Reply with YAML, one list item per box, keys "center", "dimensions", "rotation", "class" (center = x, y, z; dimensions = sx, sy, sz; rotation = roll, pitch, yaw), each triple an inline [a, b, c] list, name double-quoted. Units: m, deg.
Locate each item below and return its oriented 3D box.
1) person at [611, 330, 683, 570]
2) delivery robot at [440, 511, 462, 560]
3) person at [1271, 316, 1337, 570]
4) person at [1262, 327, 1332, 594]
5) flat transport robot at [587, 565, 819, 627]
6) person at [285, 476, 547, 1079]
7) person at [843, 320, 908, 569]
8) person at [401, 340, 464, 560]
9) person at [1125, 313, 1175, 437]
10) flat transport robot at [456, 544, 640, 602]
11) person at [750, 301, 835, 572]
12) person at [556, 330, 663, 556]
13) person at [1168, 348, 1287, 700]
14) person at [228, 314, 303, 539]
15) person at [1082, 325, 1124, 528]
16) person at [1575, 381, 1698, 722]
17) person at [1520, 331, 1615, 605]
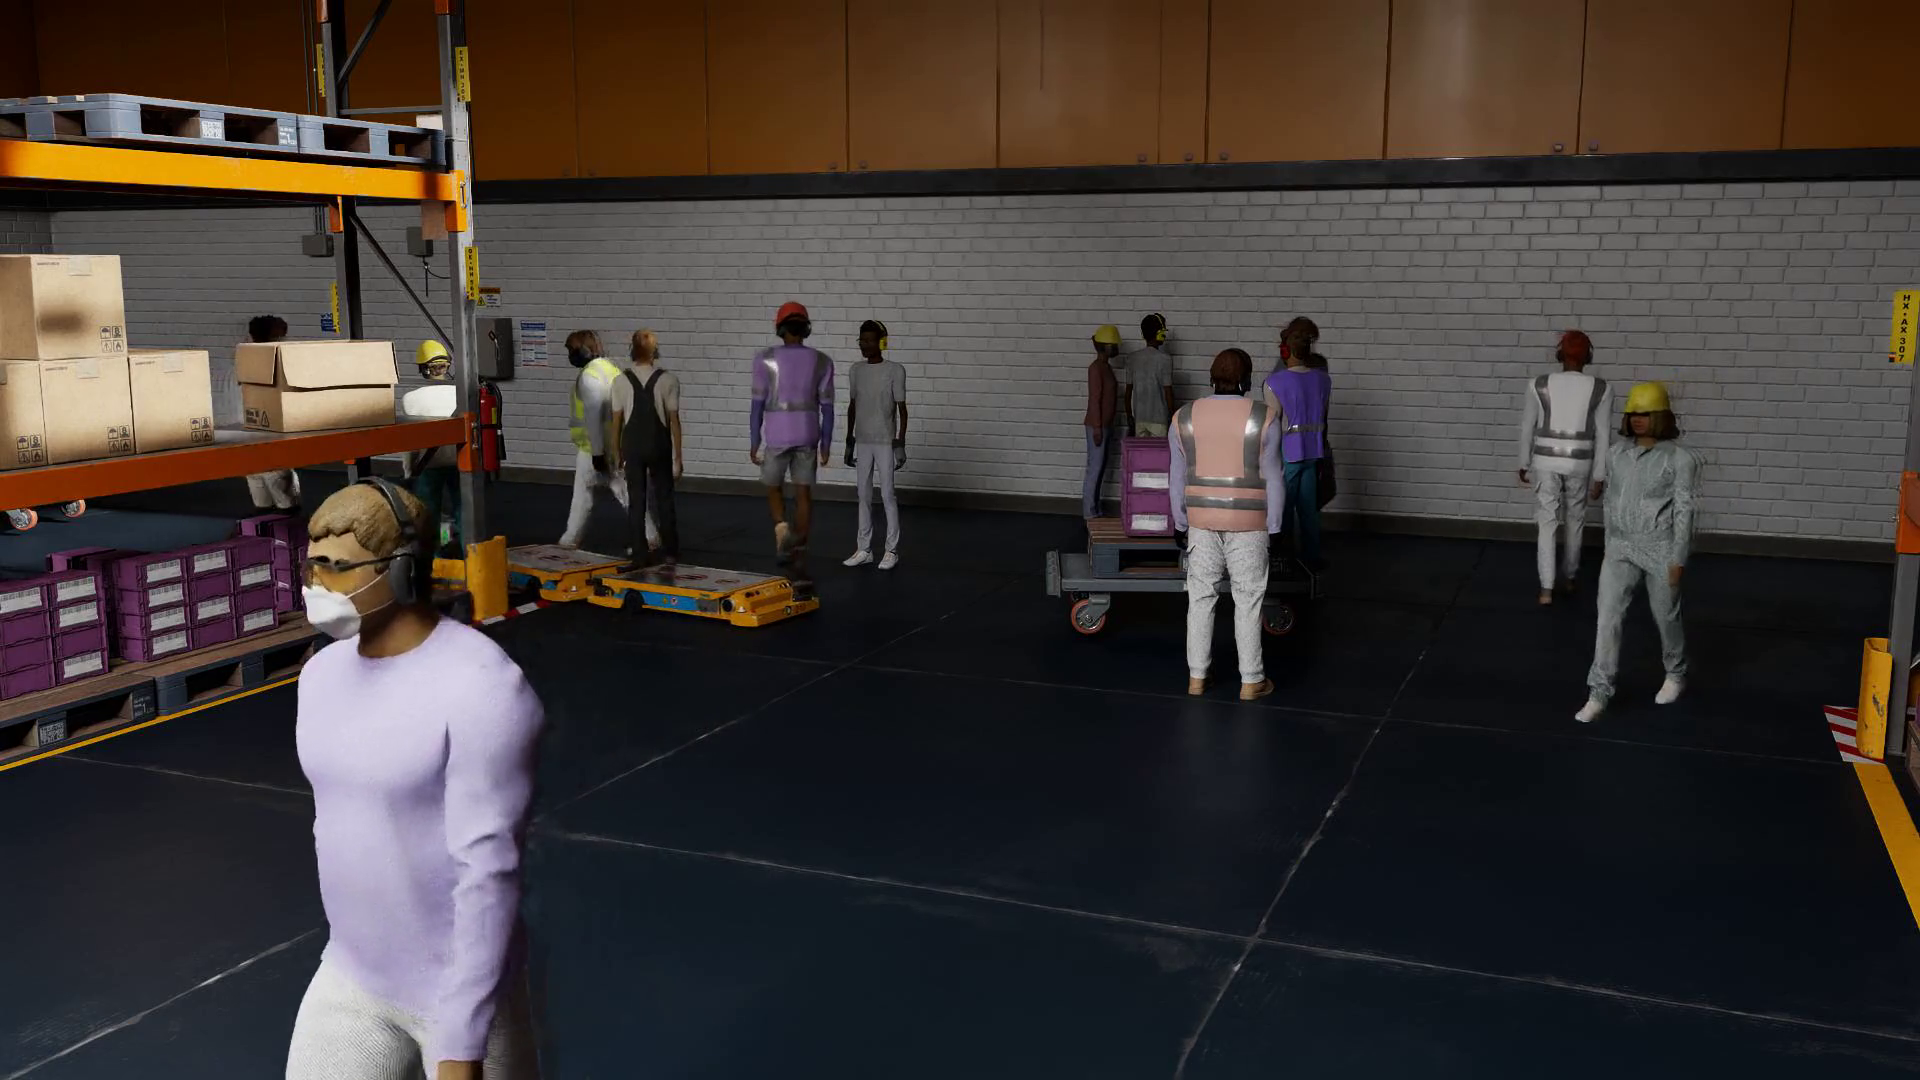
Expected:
- center: [-2.288, -0.635, 12.236]
  dimensions: [0.522, 1.792, 0.958]
  rotation: [-1, 9, -3]
  class: "person"
- center: [-3.891, -0.048, 12.129]
  dimensions: [0.707, 0.478, 0.477]
  rotation: [5, 11, 28]
  class: "delivery robot"
- center: [2.549, -0.713, 12.402]
  dimensions: [0.433, 1.906, 0.669]
  rotation: [8, 13, 42]
  class: "person"
- center: [2.314, -0.541, 11.511]
  dimensions: [0.565, 1.846, 0.389]
  rotation: [-6, 11, -31]
  class: "person"
- center: [-1.691, 0.344, 10.906]
  dimensions: [1.431, 0.197, 0.652]
  rotation: [6, 11, 31]
  class: "flat transport robot"
- center: [-0.986, 0.814, 3.144]
  dimensions: [0.628, 1.904, 0.991]
  rotation: [5, 11, 30]
  class: "person"
- center: [-0.643, -0.714, 12.493]
  dimensions: [0.531, 1.867, 0.316]
  rotation: [5, 11, 27]
  class: "person"
- center: [-3.601, -0.498, 11.527]
  dimensions: [0.530, 1.761, 0.349]
  rotation: [-7, 11, -35]
  class: "person"
- center: [1.624, -0.977, 14.078]
  dimensions: [0.517, 1.873, 0.328]
  rotation: [8, 12, 41]
  class: "person"
- center: [-2.911, 0.212, 11.709]
  dimensions: [1.431, 0.197, 0.652]
  rotation: [9, 13, 42]
  class: "flat transport robot"
- center: [-1.225, -0.742, 12.241]
  dimensions: [0.646, 2.010, 0.635]
  rotation: [-3, 10, -15]
  class: "person"
- center: [-2.771, -0.728, 12.932]
  dimensions: [0.954, 1.795, 0.641]
  rotation: [1, 9, 7]
  class: "person"
- center: [1.411, -0.082, 8.743]
  dimensions: [0.621, 1.845, 0.429]
  rotation: [4, 10, 25]
  class: "person"
- center: [-4.785, -0.557, 11.334]
  dimensions: [0.611, 1.939, 0.662]
  rotation: [8, 13, 42]
  class: "person"
- center: [1.247, -0.977, 14.400]
  dimensions: [0.329, 1.765, 0.533]
  rotation: [3, 10, 17]
  class: "person"
- center: [3.484, 0.043, 8.422]
  dimensions: [0.888, 1.704, 0.499]
  rotation: [-8, 12, -41]
  class: "person"
- center: [4.106, -0.499, 11.304]
  dimensions: [0.577, 1.837, 0.989]
  rotation: [3, 10, 17]
  class: "person"
